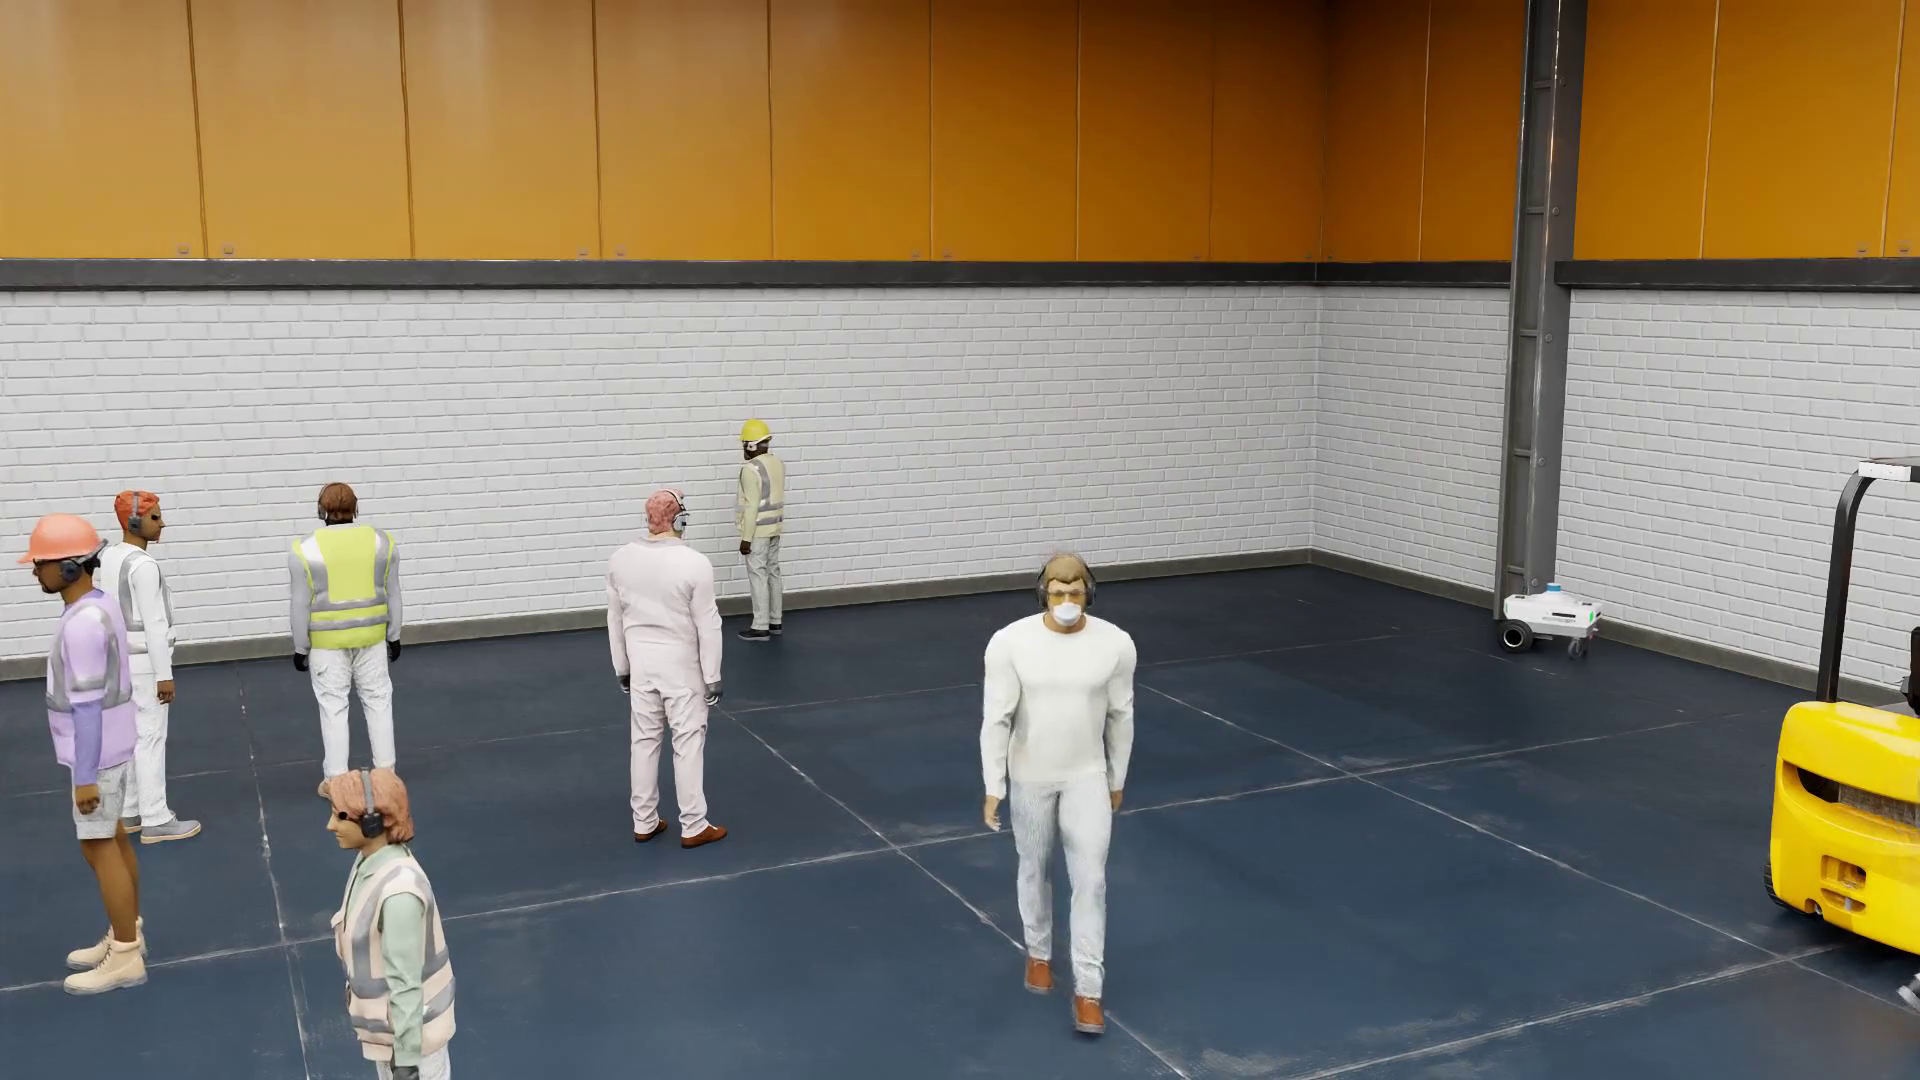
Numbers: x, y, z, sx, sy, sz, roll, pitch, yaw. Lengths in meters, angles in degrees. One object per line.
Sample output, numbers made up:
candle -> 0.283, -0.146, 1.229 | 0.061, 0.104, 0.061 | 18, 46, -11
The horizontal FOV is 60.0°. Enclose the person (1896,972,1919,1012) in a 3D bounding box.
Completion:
person -> 3.923, 1.133, 6.308 | 0.534, 1.790, 0.636 | 5, 10, 26

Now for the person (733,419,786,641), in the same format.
person -> -1.663, -0.085, 13.749 | 0.404, 1.827, 0.602 | 3, 10, 20

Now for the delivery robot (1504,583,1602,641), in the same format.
delivery robot -> 4.720, 0.585, 13.242 | 0.707, 0.478, 0.477 | 6, 11, 32

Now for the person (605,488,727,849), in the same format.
person -> -1.529, 0.675, 8.802 | 0.653, 1.904, 0.405 | 4, 10, 22

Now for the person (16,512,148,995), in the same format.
person -> -3.709, 0.893, 7.060 | 0.390, 2.037, 0.612 | -4, 10, -23

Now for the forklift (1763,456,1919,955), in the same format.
forklift -> 4.857, 0.731, 7.561 | 2.313, 2.155, 1.214 | -4, 10, -25

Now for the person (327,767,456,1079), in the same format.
person -> -1.635, 1.451, 4.849 | 0.323, 1.632, 0.521 | -5, 10, -28

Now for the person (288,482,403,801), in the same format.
person -> -3.539, 0.579, 9.601 | 0.633, 1.839, 0.429 | -7, 11, -35

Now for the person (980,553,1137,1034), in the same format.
person -> 0.405, 1.009, 6.736 | 0.649, 1.905, 0.900 | 0, 9, -1

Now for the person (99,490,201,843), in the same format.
person -> -4.371, 0.671, 8.894 | 0.585, 1.881, 0.337 | 8, 12, 42
